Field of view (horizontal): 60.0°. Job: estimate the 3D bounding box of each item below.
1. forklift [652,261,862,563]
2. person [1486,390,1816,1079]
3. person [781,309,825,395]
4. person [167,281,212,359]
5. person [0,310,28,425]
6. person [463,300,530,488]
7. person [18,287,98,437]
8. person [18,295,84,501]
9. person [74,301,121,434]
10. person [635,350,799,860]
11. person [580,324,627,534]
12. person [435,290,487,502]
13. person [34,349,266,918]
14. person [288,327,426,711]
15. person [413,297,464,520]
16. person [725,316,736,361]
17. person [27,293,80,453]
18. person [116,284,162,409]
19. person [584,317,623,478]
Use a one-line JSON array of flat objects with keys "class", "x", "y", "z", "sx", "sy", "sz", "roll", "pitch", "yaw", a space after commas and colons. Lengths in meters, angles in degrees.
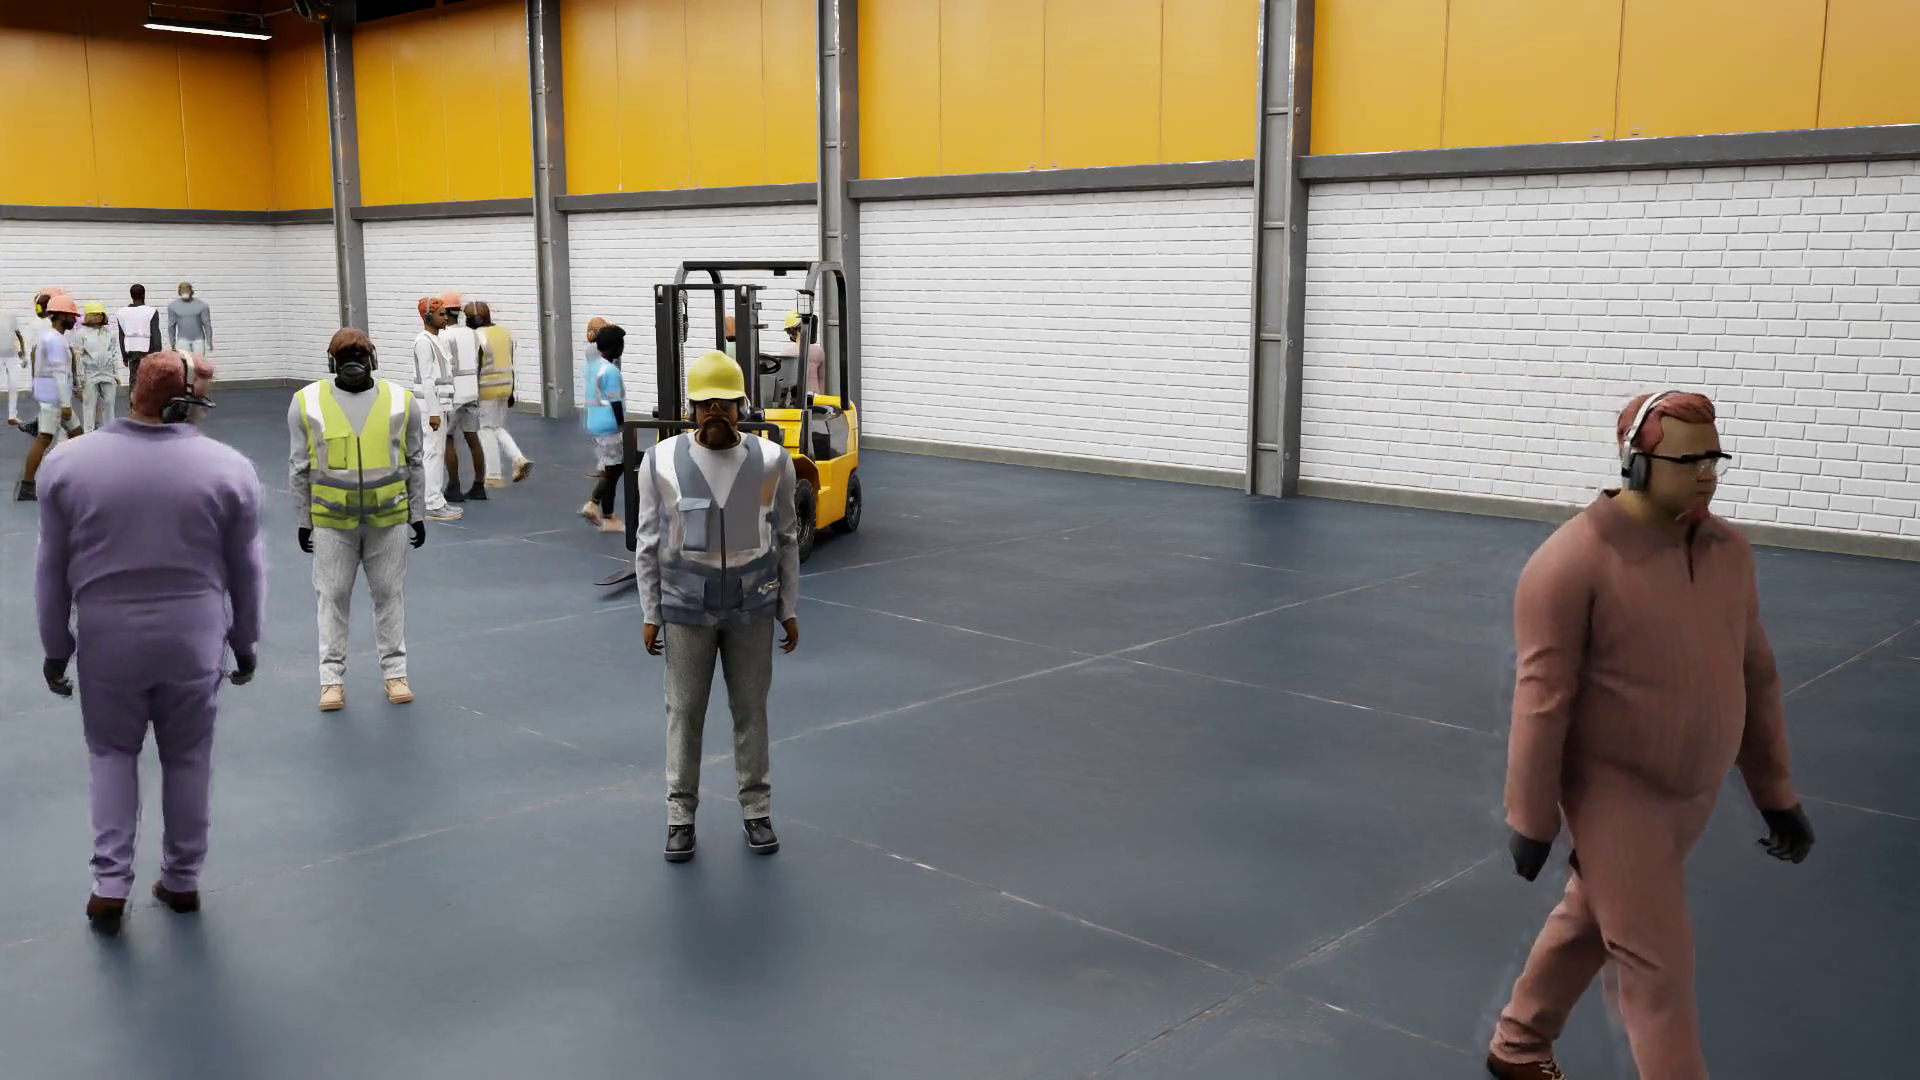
[{"class": "forklift", "x": -1.552, "y": -1.040, "z": 12.721, "sx": 1.214, "sy": 2.155, "sz": 2.313, "roll": 2, "pitch": 9, "yaw": 11}, {"class": "person", "x": 1.588, "y": 0.584, "z": 3.834, "sx": 0.646, "sy": 1.856, "sz": 0.999, "roll": -5, "pitch": 11, "yaw": -30}, {"class": "person", "x": -1.415, "y": -1.172, "z": 14.860, "sx": 0.336, "sy": 1.763, "sz": 0.524, "roll": 8, "pitch": 12, "yaw": 39}, {"class": "person", "x": -12.383, "y": -3.198, "z": 26.783, "sx": 0.649, "sy": 1.919, "sz": 0.500, "roll": -4, "pitch": 10, "yaw": -21}, {"class": "person", "x": -12.958, "y": -2.441, "z": 22.460, "sx": 0.645, "sy": 1.832, "sz": 0.363, "roll": -7, "pitch": 12, "yaw": -38}, {"class": "person", "x": -4.503, "y": -1.388, "z": 15.994, "sx": 0.495, "sy": 1.823, "sz": 0.654, "roll": 4, "pitch": 10, "yaw": 22}, {"class": "person", "x": -11.383, "y": -2.228, "z": 20.948, "sx": 0.993, "sy": 1.882, "sz": 0.569, "roll": 1, "pitch": 9, "yaw": 5}, {"class": "person", "x": -8.305, "y": -1.327, "z": 15.463, "sx": 1.048, "sy": 1.864, "sz": 0.597, "roll": -6, "pitch": 11, "yaw": -34}, {"class": "person", "x": -10.066, "y": -1.914, "z": 19.454, "sx": 0.287, "sy": 1.746, "sz": 0.487, "roll": 6, "pitch": 11, "yaw": 34}, {"class": "person", "x": -0.866, "y": 0.236, "z": 5.998, "sx": 0.587, "sy": 1.834, "sz": 0.403, "roll": -2, "pitch": 10, "yaw": -13}, {"class": "person", "x": -2.800, "y": -0.879, "z": 13.297, "sx": 0.353, "sy": 1.682, "sz": 0.538, "roll": -4, "pitch": 10, "yaw": -21}, {"class": "person", "x": -4.606, "y": -1.300, "z": 15.160, "sx": 0.558, "sy": 1.916, "sz": 0.608, "roll": 4, "pitch": 10, "yaw": 24}, {"class": "person", "x": -2.596, "y": 0.322, "z": 5.382, "sx": 0.671, "sy": 1.867, "sz": 0.461, "roll": -4, "pitch": 10, "yaw": -25}, {"class": "person", "x": -2.903, "y": -0.105, "z": 8.064, "sx": 0.624, "sy": 1.845, "sz": 0.430, "roll": -4, "pitch": 10, "yaw": -23}, {"class": "person", "x": -4.436, "y": -1.108, "z": 14.092, "sx": 0.355, "sy": 1.882, "sz": 0.575, "roll": -2, "pitch": 9, "yaw": -11}, {"class": "person", "x": -2.360, "y": -1.496, "z": 17.223, "sx": 0.286, "sy": 1.636, "sz": 0.499, "roll": 5, "pitch": 11, "yaw": 29}, {"class": "person", "x": -10.214, "y": -1.862, "z": 18.831, "sx": 0.663, "sy": 1.850, "sz": 0.523, "roll": 5, "pitch": 10, "yaw": 27}, {"class": "person", "x": -11.420, "y": -2.603, "z": 23.184, "sx": 0.587, "sy": 1.911, "sz": 0.397, "roll": 1, "pitch": 9, "yaw": 3}, {"class": "person", "x": -3.632, "y": -1.444, "z": 16.911, "sx": 0.279, "sy": 1.633, "sz": 0.498, "roll": 5, "pitch": 10, "yaw": 27}]
